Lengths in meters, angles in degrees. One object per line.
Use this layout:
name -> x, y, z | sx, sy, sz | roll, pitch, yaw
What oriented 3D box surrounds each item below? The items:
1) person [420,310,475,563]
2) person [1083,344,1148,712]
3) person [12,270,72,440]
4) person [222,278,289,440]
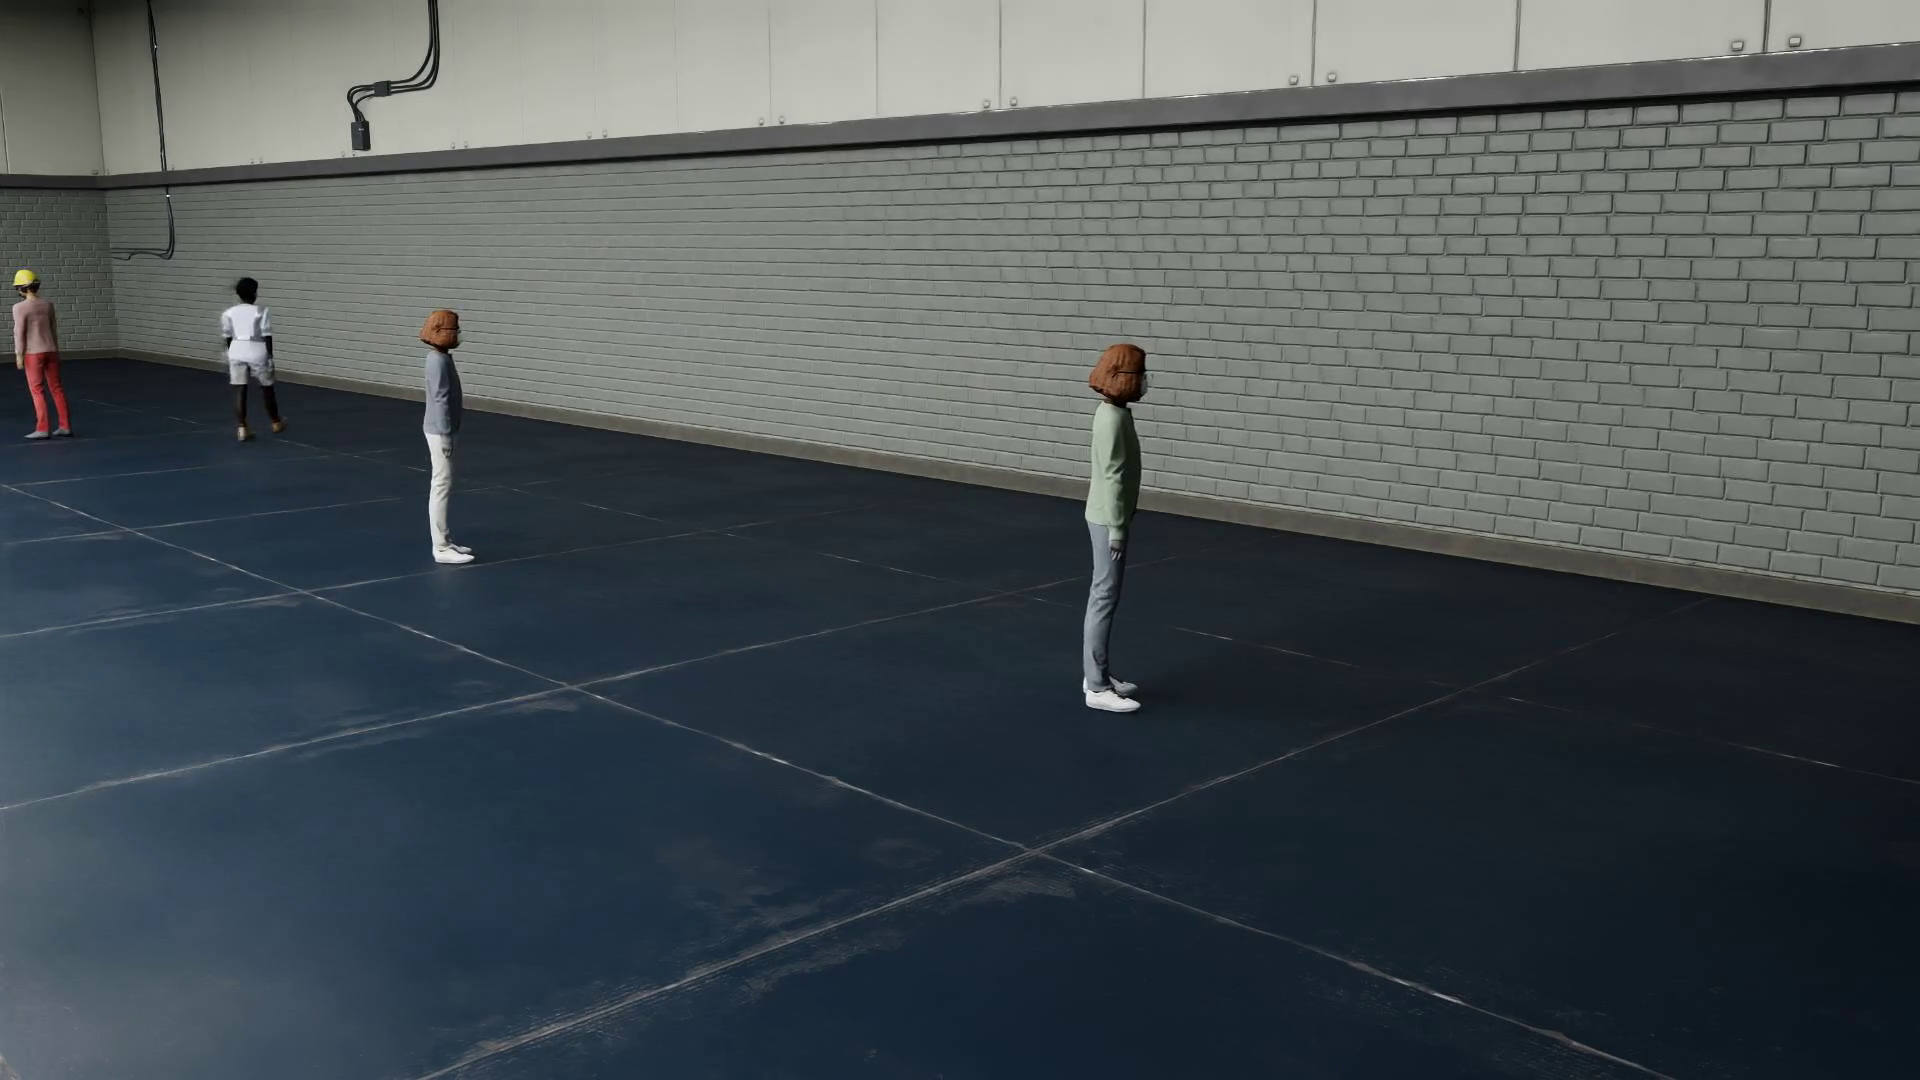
person -> -3.352, -0.680, 10.843 | 0.283, 1.633, 0.501 | -3, 11, -16
person -> 0.698, -0.065, 7.489 | 0.271, 1.632, 0.503 | 1, 10, 5
person -> -9.657, -1.938, 17.393 | 0.376, 1.756, 0.536 | 3, 11, 16
person -> -7.381, -1.901, 17.410 | 0.557, 1.653, 0.835 | 0, 10, 2
